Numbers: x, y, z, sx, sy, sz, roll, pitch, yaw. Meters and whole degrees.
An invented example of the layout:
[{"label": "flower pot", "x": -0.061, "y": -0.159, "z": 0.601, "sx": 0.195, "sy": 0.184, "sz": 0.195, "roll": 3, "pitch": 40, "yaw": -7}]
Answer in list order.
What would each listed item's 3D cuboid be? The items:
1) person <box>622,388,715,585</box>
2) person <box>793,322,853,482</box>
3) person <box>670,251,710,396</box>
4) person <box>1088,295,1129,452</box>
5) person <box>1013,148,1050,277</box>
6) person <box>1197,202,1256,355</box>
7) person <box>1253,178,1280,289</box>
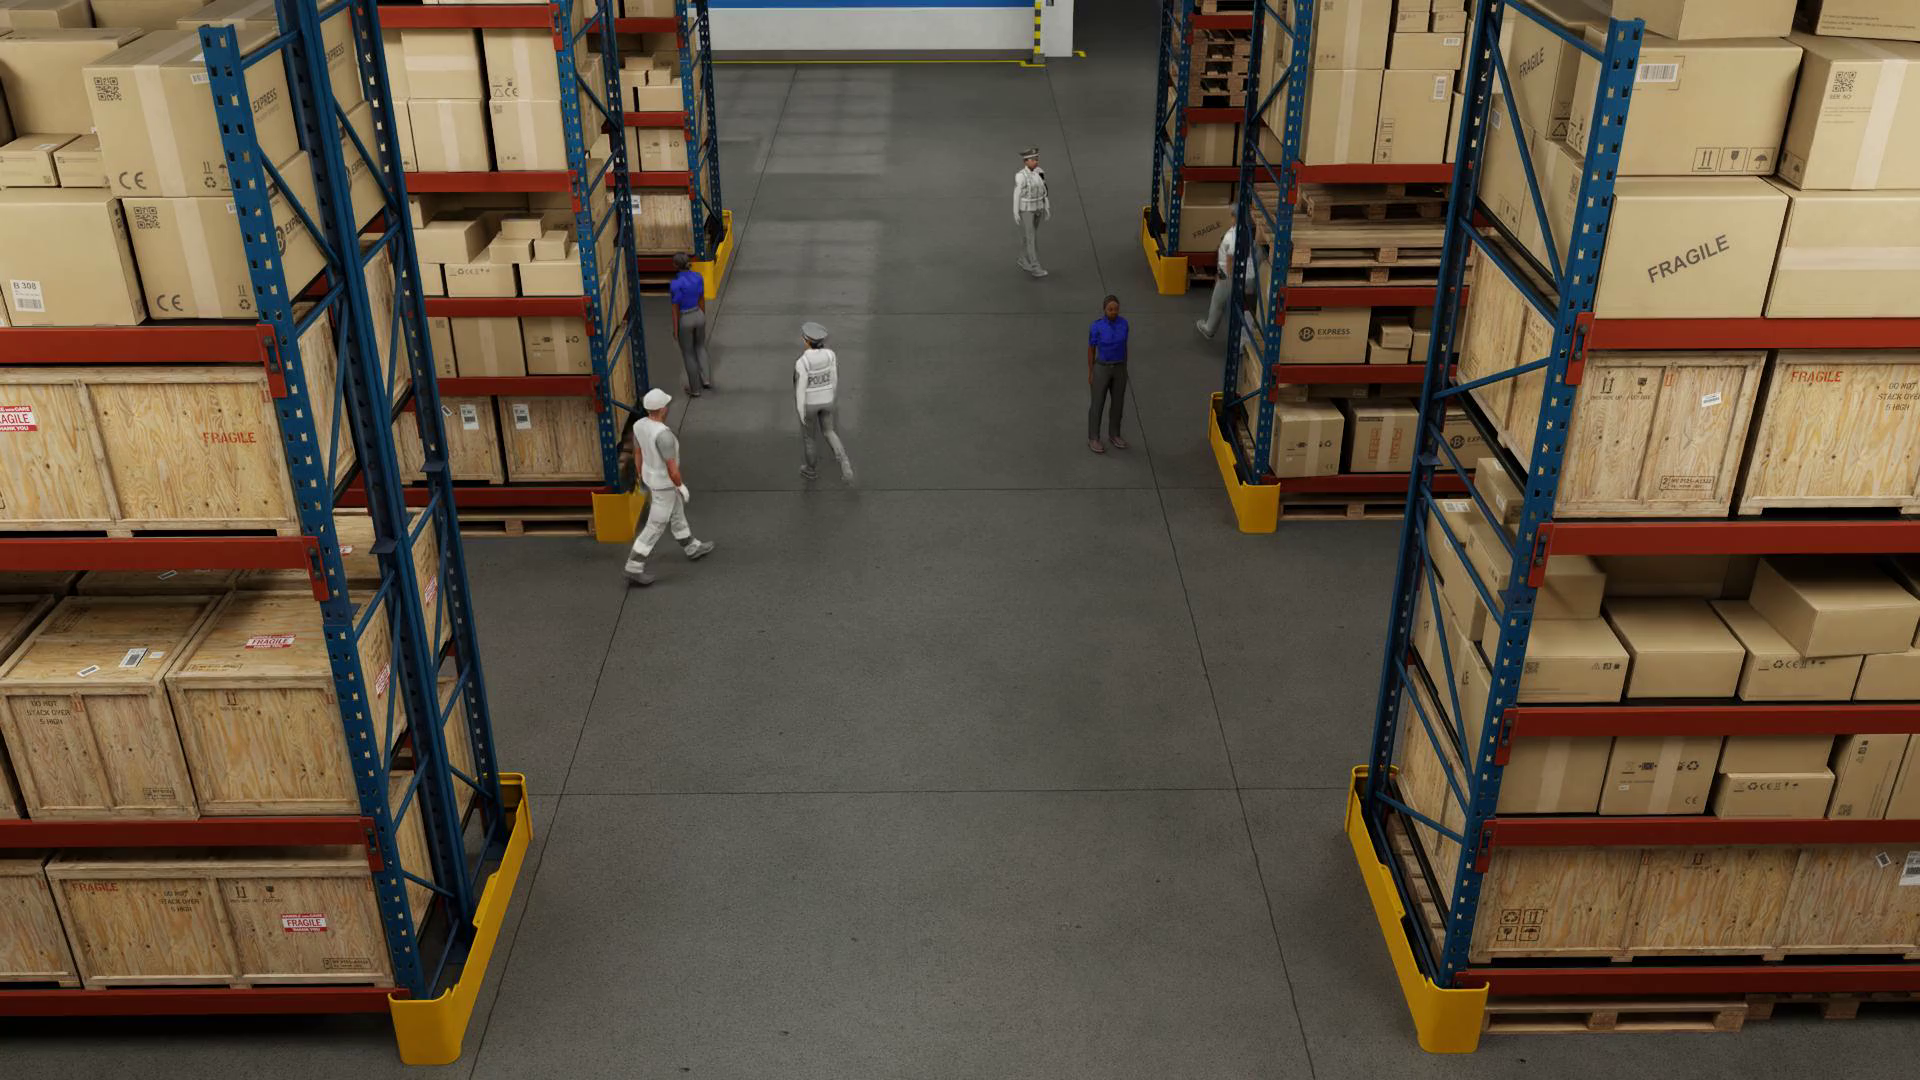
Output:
[{"label": "person", "x": -2.651, "y": -0.516, "z": 14.850, "sx": 0.995, "sy": 1.764, "sz": 0.523, "roll": -16, "pitch": 32, "yaw": -27}, {"label": "person", "x": -1.404, "y": -1.338, "z": 16.474, "sx": 0.485, "sy": 1.685, "sz": 0.697, "roll": -17, "pitch": 33, "yaw": -29}, {"label": "person", "x": -3.048, "y": -2.449, "z": 18.562, "sx": 0.515, "sy": 1.660, "sz": 0.440, "roll": -25, "pitch": 37, "yaw": -38}, {"label": "person", "x": 1.558, "y": -1.738, "z": 17.251, "sx": 0.440, "sy": 1.660, "sz": 0.334, "roll": -10, "pitch": 30, "yaw": -17}, {"label": "person", "x": 1.025, "y": -4.359, "z": 22.088, "sx": 0.497, "sy": 1.684, "sz": 0.761, "roll": -20, "pitch": 34, "yaw": -33}, {"label": "person", "x": 3.247, "y": -3.138, "z": 19.788, "sx": 0.570, "sy": 1.732, "sz": 0.925, "roll": -18, "pitch": 33, "yaw": -30}, {"label": "person", "x": 3.898, "y": -3.778, "z": 21.040, "sx": 0.977, "sy": 1.629, "sz": 0.455, "roll": 10, "pitch": 30, "yaw": 17}]
